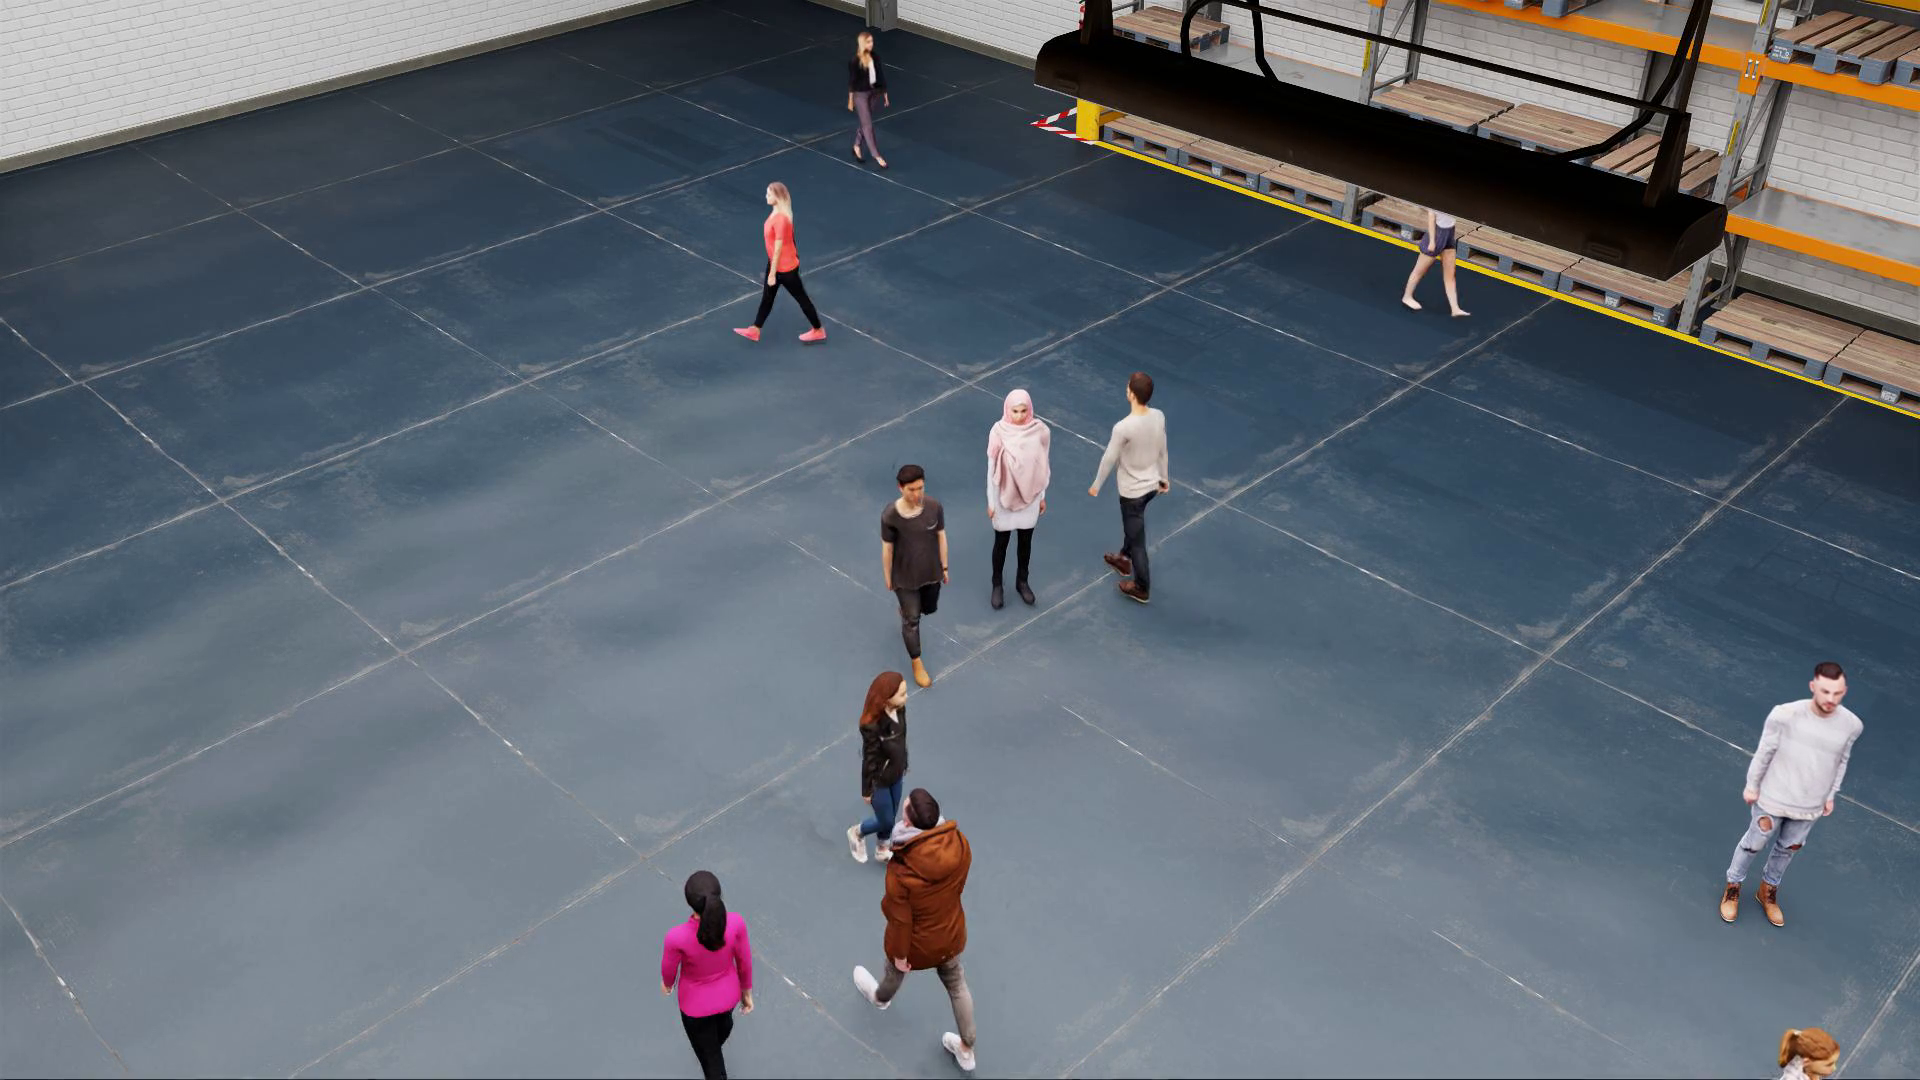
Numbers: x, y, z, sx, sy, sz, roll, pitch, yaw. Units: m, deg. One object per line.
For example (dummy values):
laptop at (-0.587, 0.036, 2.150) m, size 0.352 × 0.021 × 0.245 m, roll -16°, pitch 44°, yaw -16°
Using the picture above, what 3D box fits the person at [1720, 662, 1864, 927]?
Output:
person at (4.843, 1.463, 9.695) m, size 0.729 × 1.840 × 0.825 m, roll 4°, pitch 34°, yaw 6°

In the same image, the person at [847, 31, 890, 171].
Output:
person at (-1.192, -5.309, 20.067) m, size 0.641 × 1.637 × 0.990 m, roll -27°, pitch 42°, yaw -34°

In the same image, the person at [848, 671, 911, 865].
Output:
person at (-0.525, 1.391, 10.139) m, size 0.710 × 1.468 × 0.659 m, roll 21°, pitch 39°, yaw 28°

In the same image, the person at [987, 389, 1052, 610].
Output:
person at (0.418, -0.311, 12.397) m, size 0.728 × 1.803 × 0.756 m, roll -7°, pitch 34°, yaw -10°

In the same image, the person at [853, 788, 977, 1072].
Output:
person at (-0.110, 2.113, 8.763) m, size 0.800 × 1.789 × 1.135 m, roll -24°, pitch 41°, yaw -32°

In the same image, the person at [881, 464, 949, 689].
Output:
person at (-0.333, 0.162, 11.779) m, size 0.857 × 1.699 × 1.087 m, roll -14°, pitch 36°, yaw -19°

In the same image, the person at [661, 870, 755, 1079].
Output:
person at (-1.237, 2.412, 8.434) m, size 0.808 × 1.655 × 1.176 m, roll -17°, pitch 37°, yaw -23°

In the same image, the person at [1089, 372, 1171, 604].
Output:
person at (1.388, -0.340, 12.405) m, size 0.818 × 1.842 × 0.686 m, roll 28°, pitch 43°, yaw 36°

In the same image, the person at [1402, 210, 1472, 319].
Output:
person at (4.703, -3.018, 16.642) m, size 0.688 × 1.613 × 1.030 m, roll -24°, pitch 40°, yaw -31°

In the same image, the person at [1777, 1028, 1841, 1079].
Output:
person at (3.947, 2.827, 8.135) m, size 0.573 × 1.295 × 0.867 m, roll -25°, pitch 41°, yaw -33°

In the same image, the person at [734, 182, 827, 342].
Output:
person at (-1.594, -2.622, 16.020) m, size 1.098 × 1.640 × 1.142 m, roll -5°, pitch 34°, yaw -8°
